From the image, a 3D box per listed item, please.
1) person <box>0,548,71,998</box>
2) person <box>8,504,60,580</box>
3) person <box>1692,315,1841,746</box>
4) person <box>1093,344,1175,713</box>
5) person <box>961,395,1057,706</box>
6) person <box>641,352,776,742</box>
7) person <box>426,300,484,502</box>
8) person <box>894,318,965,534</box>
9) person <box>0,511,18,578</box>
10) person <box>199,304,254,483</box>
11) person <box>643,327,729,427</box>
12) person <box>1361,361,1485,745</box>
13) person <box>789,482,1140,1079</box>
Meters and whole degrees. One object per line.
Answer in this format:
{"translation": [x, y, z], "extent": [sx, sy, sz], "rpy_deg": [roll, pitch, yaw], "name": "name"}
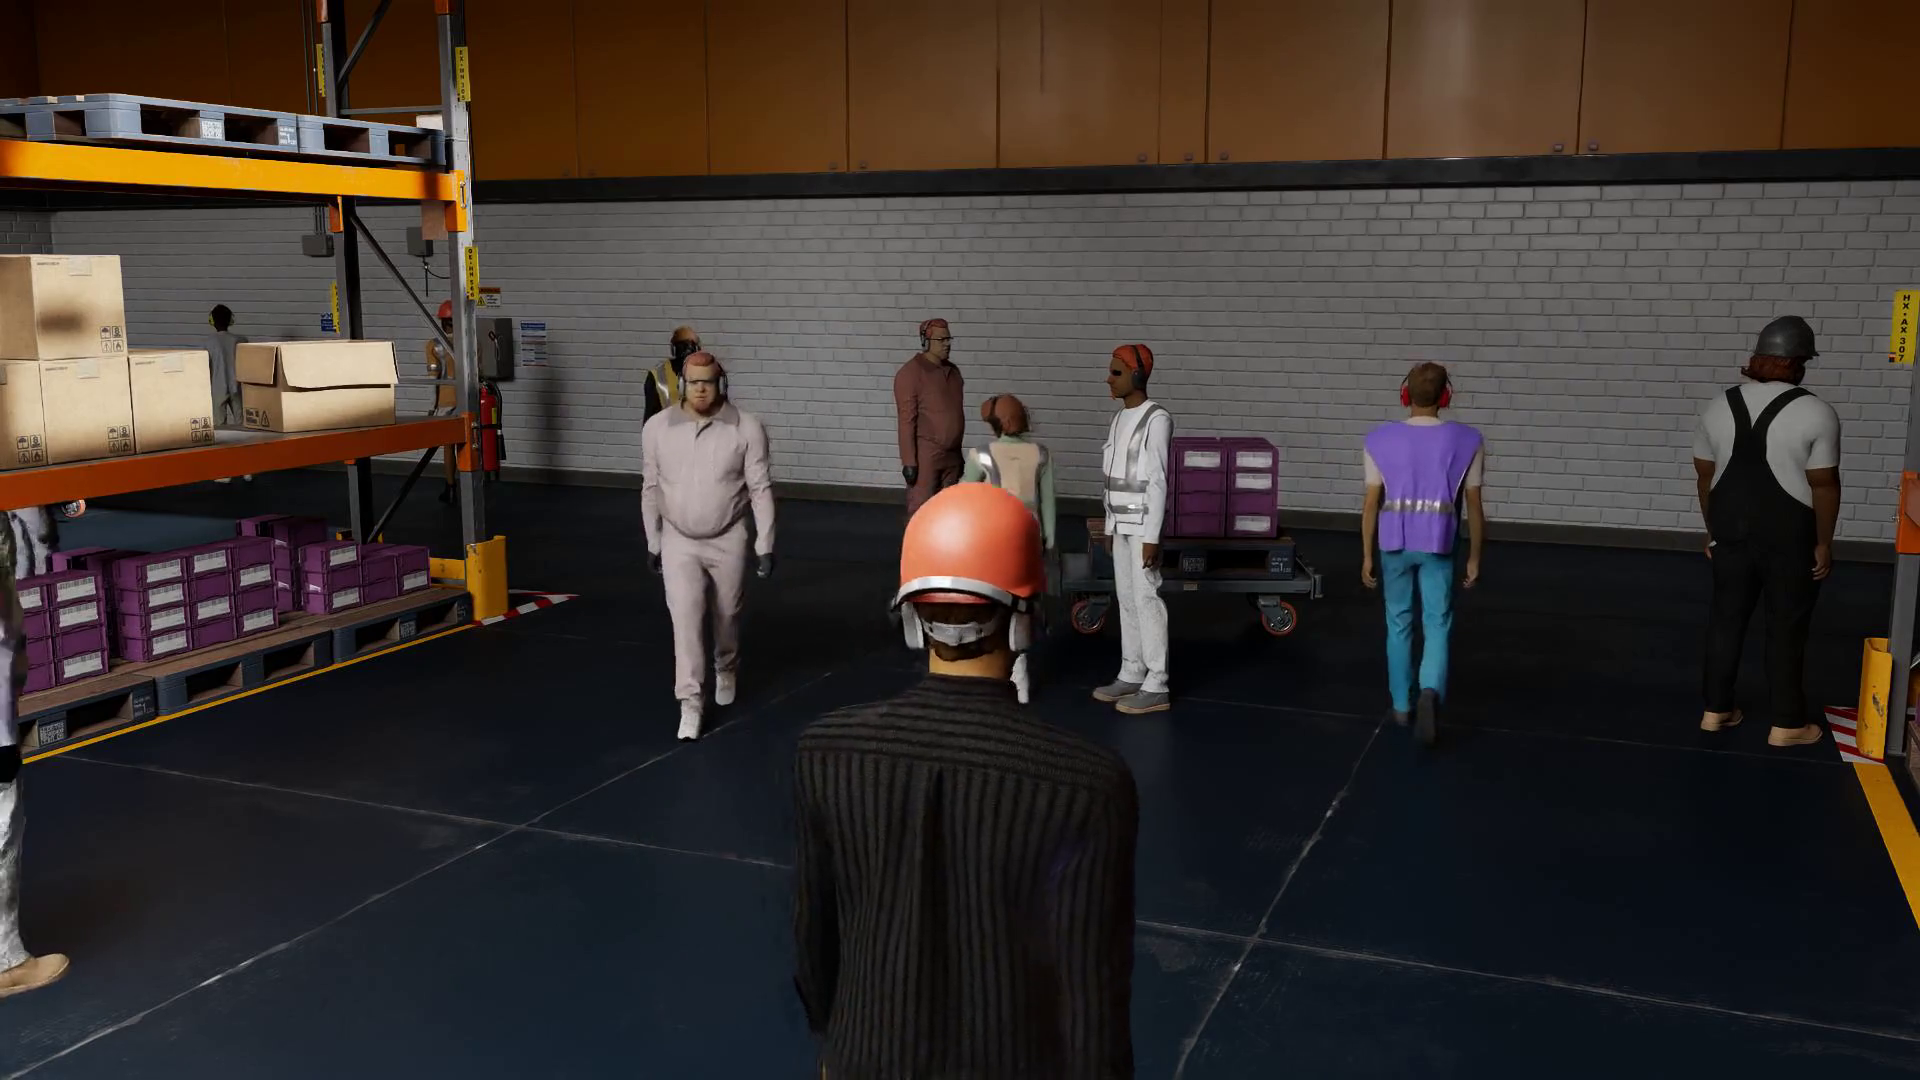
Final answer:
{"translation": [-3.085, 0.536, 5.050], "extent": [0.644, 1.823, 0.494], "rpy_deg": [6, 11, 33], "name": "person"}
{"translation": [-5.270, -0.211, 9.449], "extent": [0.560, 1.870, 0.341], "rpy_deg": [7, 12, 38], "name": "person"}
{"translation": [3.890, -0.053, 7.961], "extent": [0.537, 2.000, 0.683], "rpy_deg": [-7, 11, -35], "name": "person"}
{"translation": [0.897, -0.059, 8.521], "extent": [0.352, 1.879, 0.578], "rpy_deg": [-3, 10, -18], "name": "person"}
{"translation": [0.215, 0.031, 8.811], "extent": [0.506, 1.596, 0.825], "rpy_deg": [-4, 10, -25], "name": "person"}
{"translation": [-1.248, -0.010, 8.281], "extent": [0.663, 1.861, 1.007], "rpy_deg": [-1, 9, -4], "name": "person"}
{"translation": [-4.869, -1.334, 16.037], "extent": [0.553, 1.935, 0.362], "rpy_deg": [-7, 12, -36], "name": "person"}
{"translation": [-0.165, -0.583, 11.581], "extent": [0.405, 1.906, 0.653], "rpy_deg": [7, 12, 36], "name": "person"}
{"translation": [-6.435, -0.334, 10.913], "extent": [0.628, 1.622, 0.522], "rpy_deg": [-4, 10, -22], "name": "person"}
{"translation": [-7.676, -1.524, 17.416], "extent": [0.534, 1.863, 0.310], "rpy_deg": [-8, 12, -39], "name": "person"}
{"translation": [-2.003, -0.655, 12.293], "extent": [0.663, 1.806, 0.869], "rpy_deg": [-2, 10, -12], "name": "person"}
{"translation": [2.210, 0.058, 7.980], "extent": [0.571, 1.821, 0.779], "rpy_deg": [2, 10, 13], "name": "person"}
{"translation": [-0.018, 0.874, 2.690], "extent": [0.648, 1.936, 1.075], "rpy_deg": [4, 10, 23], "name": "person"}
